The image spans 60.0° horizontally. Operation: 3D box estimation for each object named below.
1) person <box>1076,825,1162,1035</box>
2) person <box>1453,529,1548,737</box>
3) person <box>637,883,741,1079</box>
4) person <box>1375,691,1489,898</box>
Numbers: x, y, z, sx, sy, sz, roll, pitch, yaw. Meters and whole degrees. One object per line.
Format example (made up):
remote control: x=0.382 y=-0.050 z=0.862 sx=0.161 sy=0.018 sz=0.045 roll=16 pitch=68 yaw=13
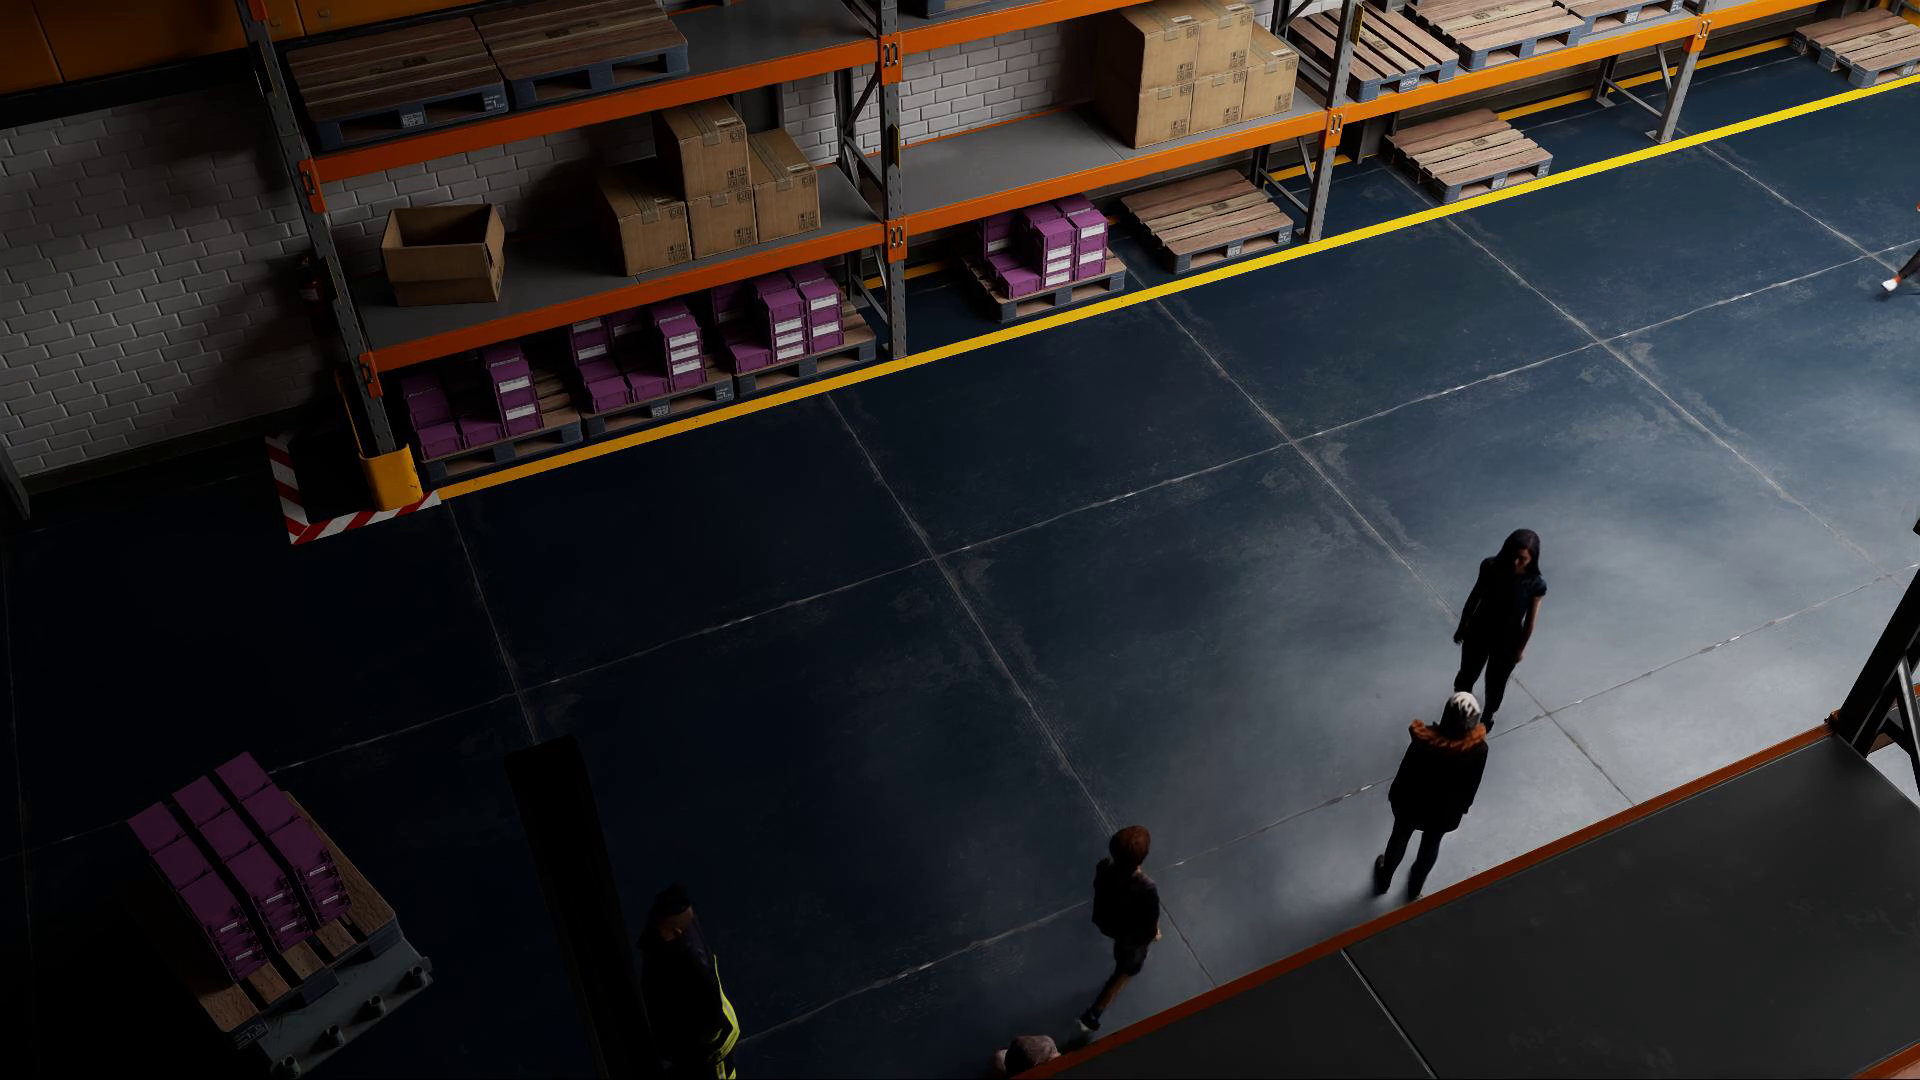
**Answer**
person: x=0.836 y=2.057 z=8.749 sx=0.736 sy=1.427 sz=0.979 roll=33 pitch=53 yaw=30
person: x=3.247 y=0.567 z=10.089 sx=0.679 sy=1.736 sz=0.719 roll=26 pitch=49 yaw=24
person: x=-1.343 y=2.281 z=8.201 sx=0.705 sy=1.859 sz=0.765 roll=-22 pitch=48 yaw=-22
person: x=2.618 y=1.435 z=9.253 sx=0.705 sy=1.633 sz=0.788 roll=6 pitch=44 yaw=6
